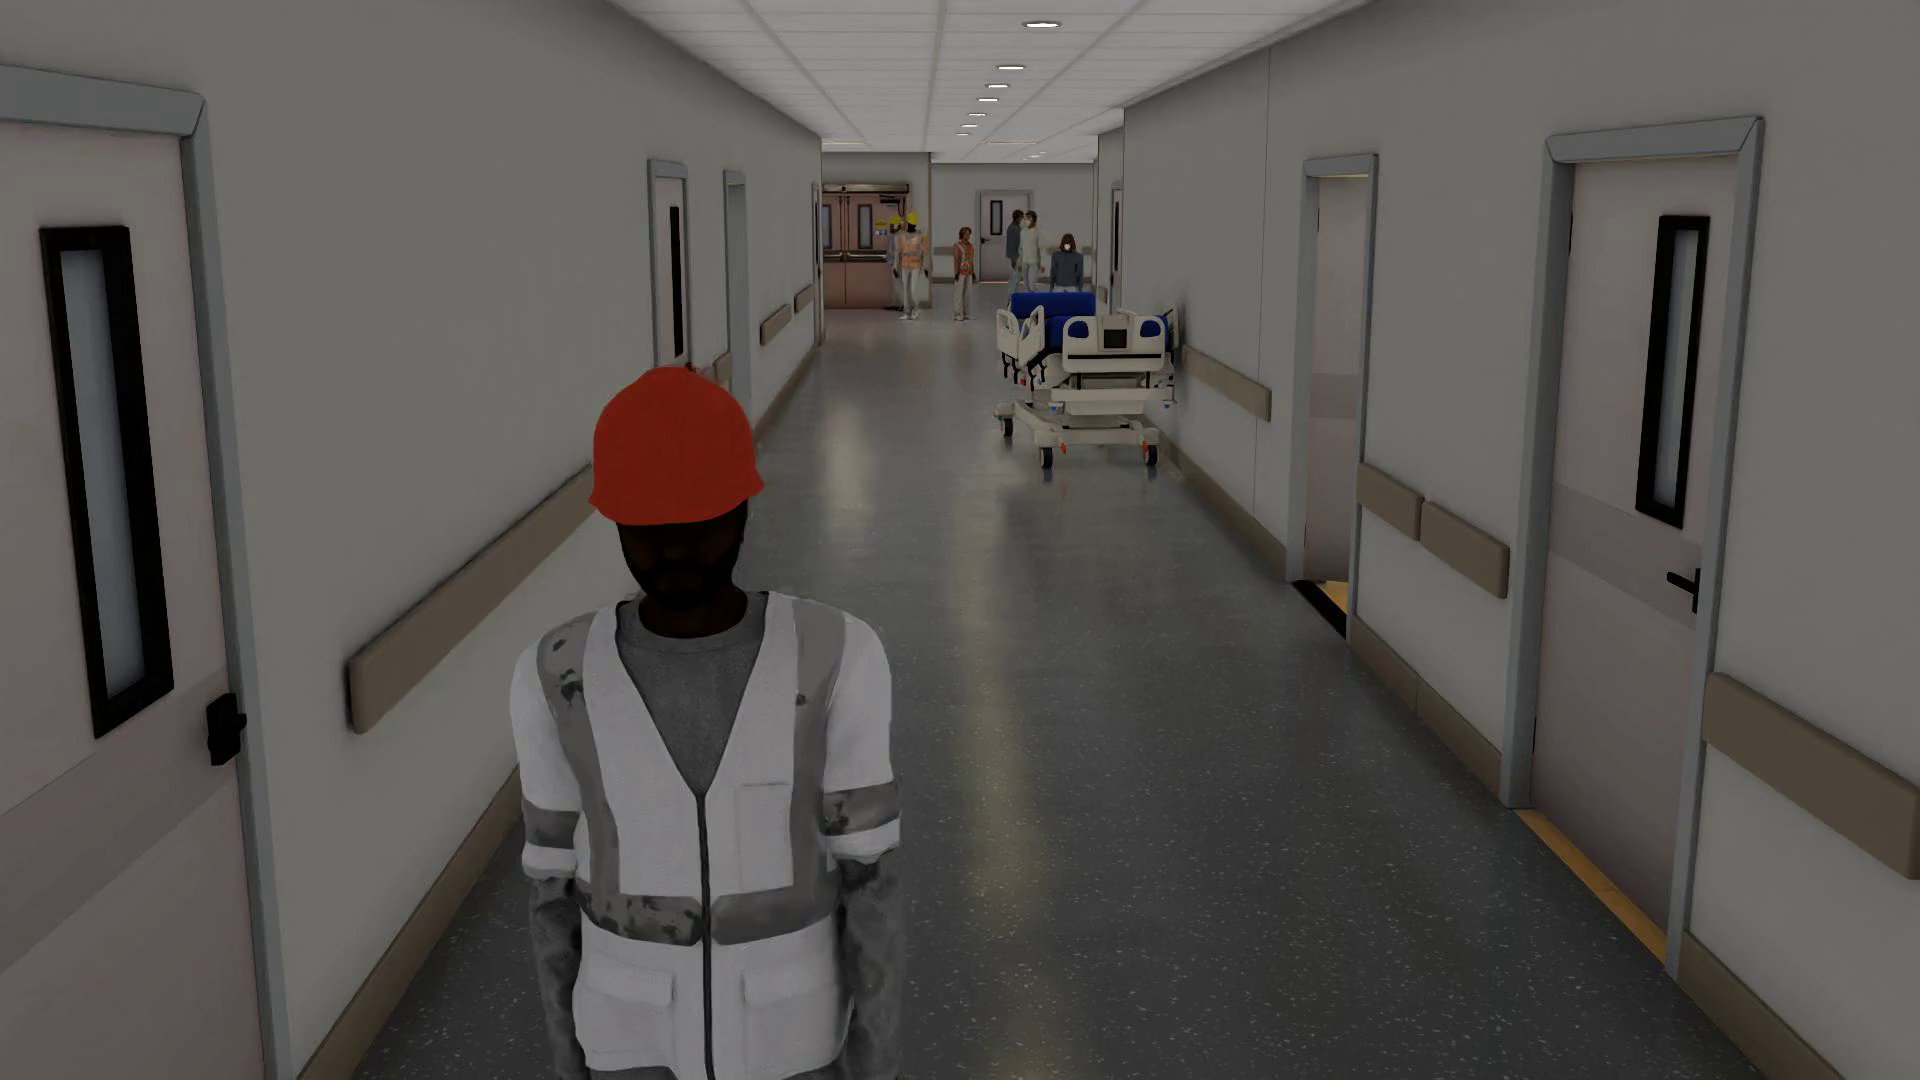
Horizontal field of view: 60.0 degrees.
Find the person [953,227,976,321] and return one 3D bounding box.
[{"bbox_3d":[0.077,-4.698,29.369,0.309,1.639,0.523,10,15,40],"label":"person"}]

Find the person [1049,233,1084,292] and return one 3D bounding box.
[{"bbox_3d":[1.602,-3.784,24.945,0.528,1.618,0.403,3,12,14],"label":"person"}]

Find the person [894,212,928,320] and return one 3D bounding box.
[{"bbox_3d":[-0.867,-4.812,29.286,0.648,1.896,0.437,5,13,23],"label":"person"}]

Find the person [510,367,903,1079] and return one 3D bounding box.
[{"bbox_3d":[-0.363,0.685,2.482,0.549,1.919,0.811,-1,12,-6],"label":"person"}]

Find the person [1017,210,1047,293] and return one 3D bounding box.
[{"bbox_3d":[1.315,-5.009,30.173,0.474,1.927,0.625,-9,15,-38],"label":"person"}]

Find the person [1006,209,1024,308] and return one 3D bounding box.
[{"bbox_3d":[1.092,-5.518,32.671,0.382,1.928,0.635,3,12,12],"label":"person"}]

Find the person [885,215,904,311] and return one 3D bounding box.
[{"bbox_3d":[-1.221,-5.287,31.792,0.403,1.840,0.595,0,12,1],"label":"person"}]
